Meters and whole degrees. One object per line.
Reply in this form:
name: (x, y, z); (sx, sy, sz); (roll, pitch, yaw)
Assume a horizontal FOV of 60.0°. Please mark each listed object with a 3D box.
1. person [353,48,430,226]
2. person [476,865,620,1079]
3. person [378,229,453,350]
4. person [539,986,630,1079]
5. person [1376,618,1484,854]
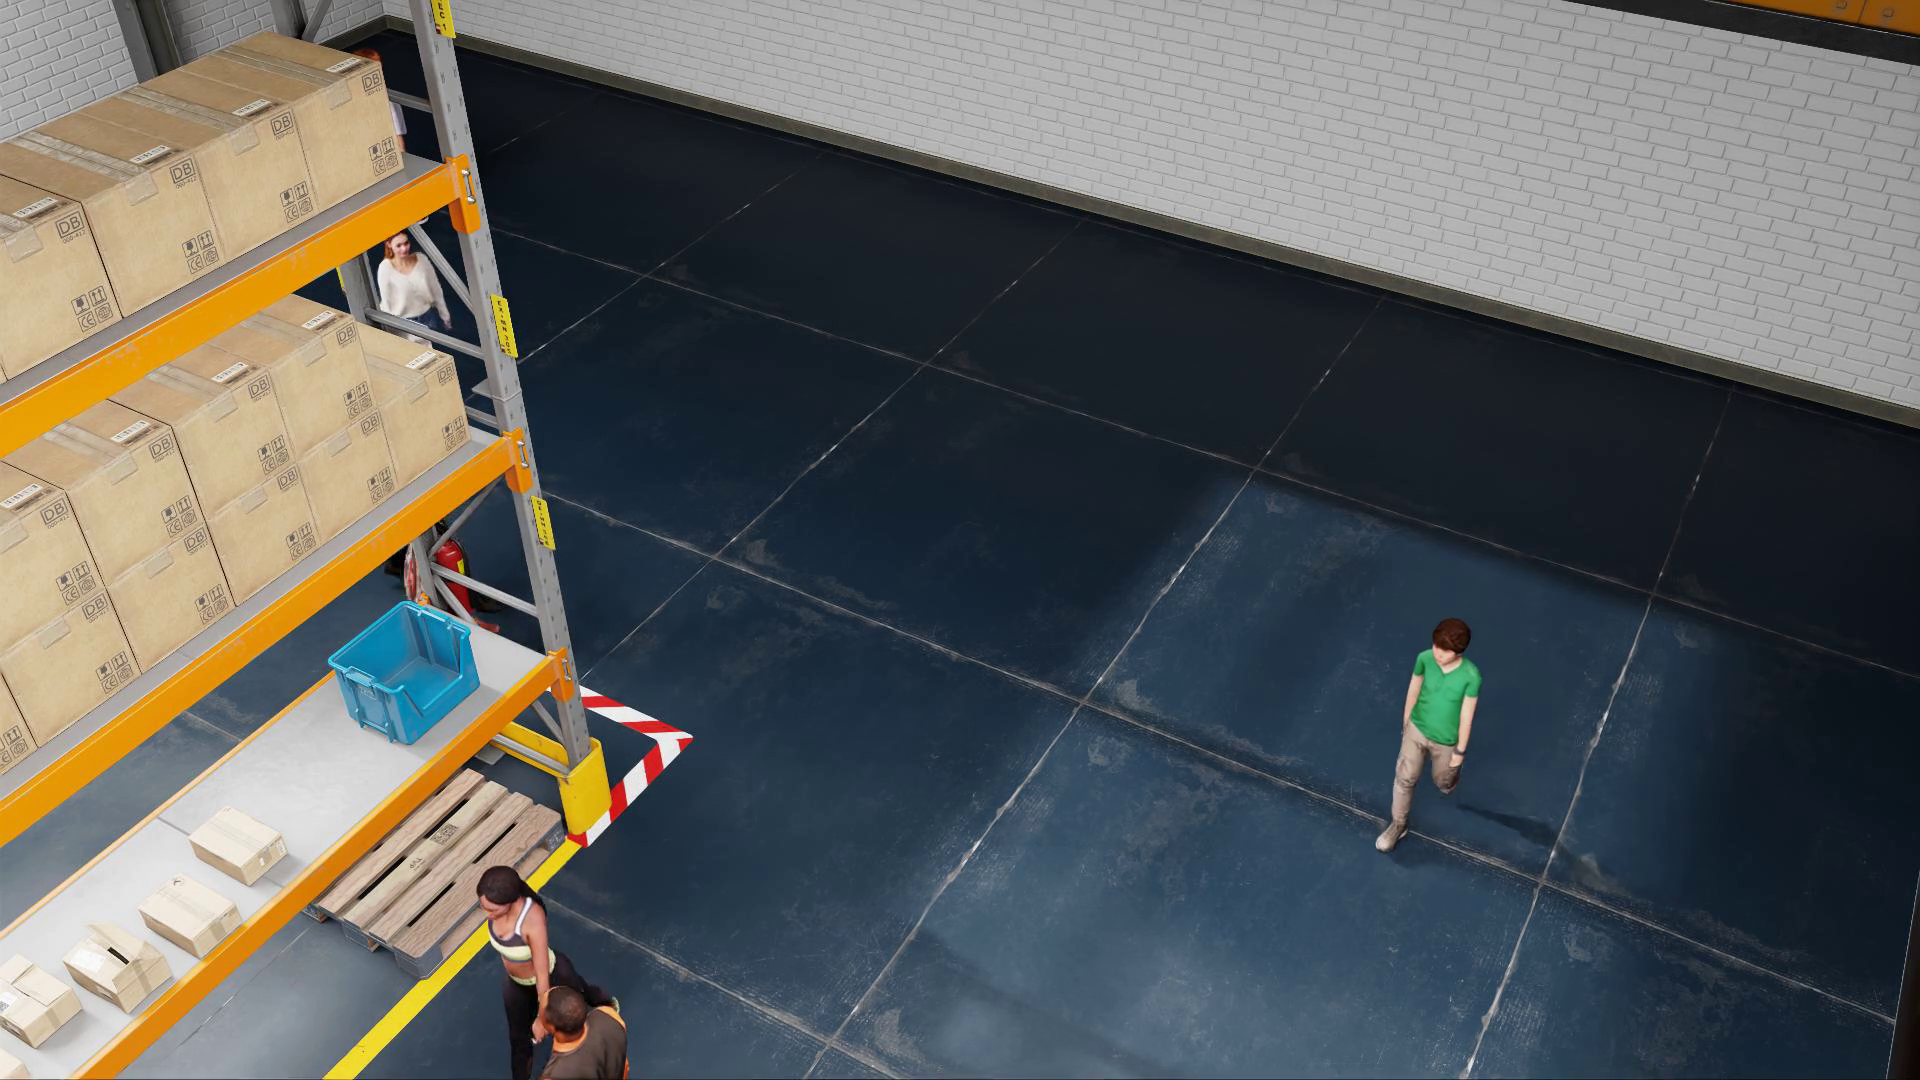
person: (-5.401, -3.782, 15.594); (0.669, 1.712, 0.635); (26, 45, 29)
person: (-2.008, 2.107, 8.228); (0.568, 1.701, 1.157); (19, 42, 22)
person: (-4.316, -1.721, 13.043); (0.747, 1.675, 0.813); (-30, 47, -32)
person: (-1.623, 2.620, 7.420); (0.768, 1.908, 0.565); (16, 41, 19)
person: (2.782, 1.069, 9.586); (0.664, 1.629, 1.037); (26, 46, 29)
